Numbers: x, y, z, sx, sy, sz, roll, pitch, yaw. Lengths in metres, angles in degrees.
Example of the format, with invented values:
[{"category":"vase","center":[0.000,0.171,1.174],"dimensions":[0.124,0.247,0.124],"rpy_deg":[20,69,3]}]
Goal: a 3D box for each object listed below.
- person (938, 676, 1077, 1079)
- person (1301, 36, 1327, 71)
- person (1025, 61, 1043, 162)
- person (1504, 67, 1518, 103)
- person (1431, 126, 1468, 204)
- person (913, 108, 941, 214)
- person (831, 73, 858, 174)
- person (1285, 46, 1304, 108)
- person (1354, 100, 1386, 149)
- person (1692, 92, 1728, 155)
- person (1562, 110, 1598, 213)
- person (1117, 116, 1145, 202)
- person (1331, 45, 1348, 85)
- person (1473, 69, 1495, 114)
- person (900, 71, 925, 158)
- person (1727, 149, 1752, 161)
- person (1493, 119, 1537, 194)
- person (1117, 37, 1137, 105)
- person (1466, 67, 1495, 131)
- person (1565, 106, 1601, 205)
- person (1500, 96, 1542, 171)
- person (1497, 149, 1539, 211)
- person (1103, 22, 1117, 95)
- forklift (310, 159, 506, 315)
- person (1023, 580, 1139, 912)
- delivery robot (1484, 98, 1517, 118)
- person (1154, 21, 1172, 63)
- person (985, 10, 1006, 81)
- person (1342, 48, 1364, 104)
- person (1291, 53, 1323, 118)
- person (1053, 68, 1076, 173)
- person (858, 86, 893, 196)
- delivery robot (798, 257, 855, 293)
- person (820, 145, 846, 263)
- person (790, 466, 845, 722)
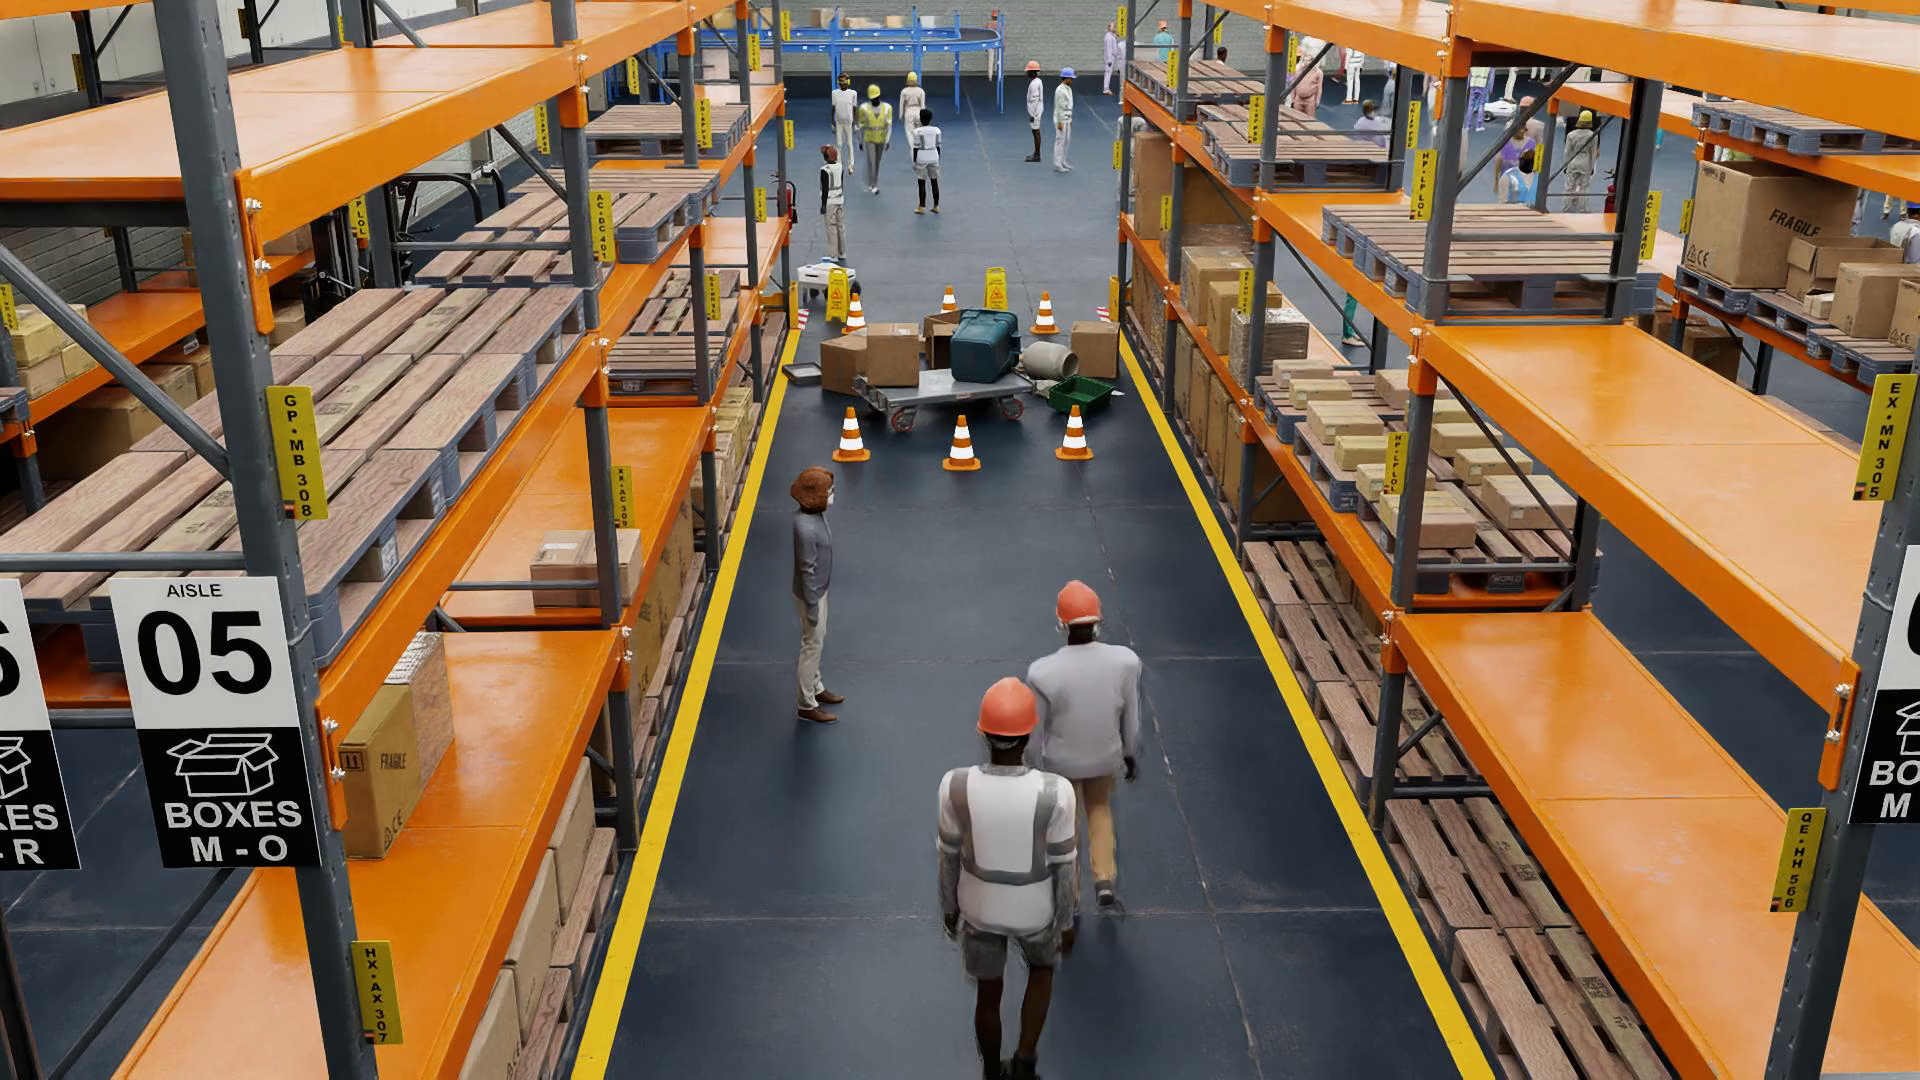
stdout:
[{"category":"person","center":[0.193,1.448,6.684],"dimensions":[0.566,1.926,0.399],"rpy_deg":[4,21,10]},{"category":"person","center":[9.188,-12.385,43.253],"dimensions":[0.643,1.919,0.483],"rpy_deg":[-2,21,-7]},{"category":"person","center":[1.454,-8.467,32.877],"dimensions":[0.377,1.938,0.547],"rpy_deg":[3,21,8]},{"category":"person","center":[14.360,-12.284,43.062],"dimensions":[0.309,1.868,0.535],"rpy_deg":[1,21,2]},{"category":"person","center":[7.610,-5.807,25.879],"dimensions":[0.605,1.912,0.701],"rpy_deg":[13,24,30]},{"category":"person","center":[-0.543,-6.189,27.202],"dimensions":[0.536,1.693,0.320],"rpy_deg":[-12,24,-30]},{"category":"person","center":[-2.182,-7.825,31.276],"dimensions":[0.507,1.872,0.329],"rpy_deg":[1,21,2]},{"category":"person","center":[7.328,-9.810,36.429],"dimensions":[0.545,1.938,0.361],"rpy_deg":[-7,22,-19]},{"category":"person","center":[6.571,-6.091,26.667],"dimensions":[0.732,1.901,0.402],"rpy_deg":[-14,25,-32]},{"category":"person","center":[15.293,-8.782,33.783],"dimensions":[0.356,1.886,0.572],"rpy_deg":[-10,23,-24]},{"category":"person","center":[9.862,-5.944,26.478],"dimensions":[0.484,1.744,0.294],"rpy_deg":[11,23,26]},{"category":"person","center":[2.920,-6.659,28.389],"dimensions":[0.489,1.731,0.320],"rpy_deg":[8,22,20]},{"category":"person","center":[10.973,-13.914,47.585],"dimensions":[0.535,1.703,0.952],"rpy_deg":[-13,24,-30]},{"category":"person","center":[12.744,-11.190,40.498],"dimensions":[0.279,1.631,0.504],"rpy_deg":[-19,28,-41]},{"category":"person","center":[-0.932,-8.446,33.129],"dimensions":[0.492,1.715,0.798],"rpy_deg":[-5,21,-12]},{"category":"person","center":[12.094,-5.591,25.719],"dimensions":[0.527,1.614,0.590],"rpy_deg":[14,25,32]},{"category":"person","center":[8.275,-5.376,24.867],"dimensions":[0.576,1.856,0.392],"rpy_deg":[4,21,10]},{"category":"person","center":[4.334,-12.225,42.904],"dimensions":[0.585,1.880,0.998],"rpy_deg":[6,22,16]},{"category":"person","center":[11.730,-10.211,37.535],"dimensions":[0.599,1.907,0.409],"rpy_deg":[13,24,30]},{"category":"person","center":[10.404,-6.587,27.860],"dimensions":[0.677,1.975,0.727],"rpy_deg":[18,27,39]},{"category":"person","center":[8.969,-6.084,26.580],"dimensions":[0.629,1.949,0.986],"rpy_deg":[0,21,1]},{"category":"person","center":[7.299,-4.181,21.712],"dimensions":[0.637,1.831,0.431],"rpy_deg":[-4,21,-11]},{"category":"person","center":[4.070,-12.994,44.906],"dimensions":[0.395,1.899,0.641],"rpy_deg":[2,21,4]},{"category":"forklift","center":[-5.622,-2.910,17.832],"dimensions":[2.313,2.155,1.214],"rpy_deg":[-1,21,-1]},{"category":"person","center":[0.578,1.028,8.048],"dimensions":[0.586,1.738,0.406],"rpy_deg":[-5,21,-13]},{"category":"delivery robot","center":[12.711,-10.144,39.103],"dimensions":[0.707,0.478,0.477],"rpy_deg":[13,24,30]},{"category":"person","center":[5.326,-12.672,43.933],"dimensions":[0.624,1.997,0.432],"rpy_deg":[-13,25,-32]},{"category":"person","center":[1.032,-14.452,48.614],"dimensions":[0.619,1.997,0.373],"rpy_deg":[3,21,7]},{"category":"person","center":[10.108,-12.162,42.716],"dimensions":[0.587,1.883,0.341],"rpy_deg":[-11,23,-27]},{"category":"person","center":[7.262,-9.247,34.982],"dimensions":[0.651,1.906,0.409],"rpy_deg":[11,23,26]},{"category":"person","center":[1.976,-7.967,31.561],"dimensions":[0.424,1.938,0.604],"rpy_deg":[8,22,20]},{"category":"person","center":[-1.457,-6.960,28.993],"dimensions":[0.579,1.855,1.000],"rpy_deg":[-5,21,-13]},{"category":"delivery robot","center":[-1.696,-3.350,21.146],"dimensions":[0.707,0.478,0.477],"rpy_deg":[10,23,26]},{"category":"person","center":[-1.802,-4.734,23.427],"dimensions":[0.311,1.638,0.522],"rpy_deg":[10,23,25]},{"category":"person","center":[-0.871,0.324,10.080],"dimensions":[0.294,1.623,0.507],"rpy_deg":[0,21,1]}]
